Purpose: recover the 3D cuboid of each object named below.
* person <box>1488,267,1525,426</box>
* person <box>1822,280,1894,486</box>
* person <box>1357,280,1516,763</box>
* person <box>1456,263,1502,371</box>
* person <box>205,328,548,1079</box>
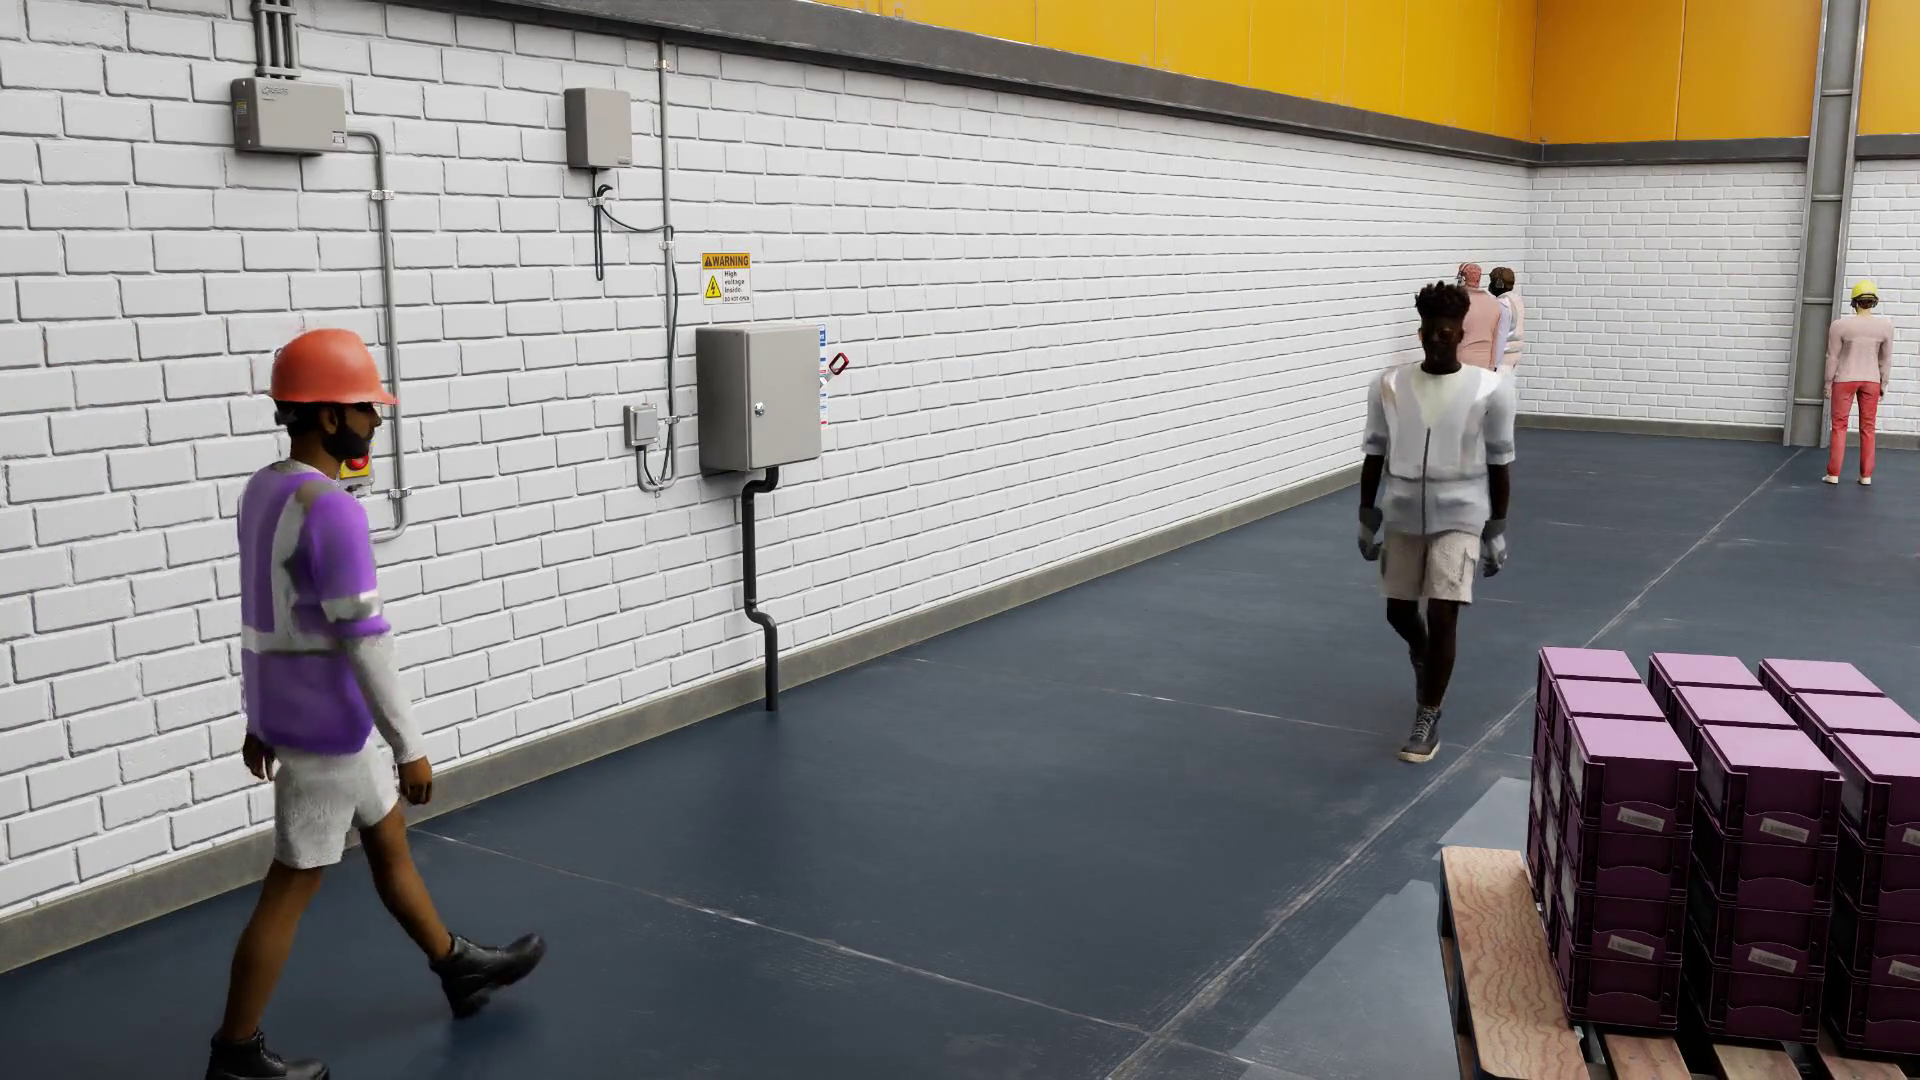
[{"bbox_3d":[5.264,-1.738,16.252,0.429,1.842,0.629,6,12,31],"label":"person"},{"bbox_3d":[7.713,-1.346,14.318,0.518,1.756,0.345,2,10,10],"label":"person"},{"bbox_3d":[1.982,-0.105,6.914,0.619,1.946,0.777,6,12,29],"label":"person"},{"bbox_3d":[4.518,-1.520,14.893,0.643,1.903,0.402,-6,12,-30],"label":"person"},{"bbox_3d":[-1.504,0.425,4.152,0.983,1.882,0.573,-8,13,-38],"label":"person"}]
